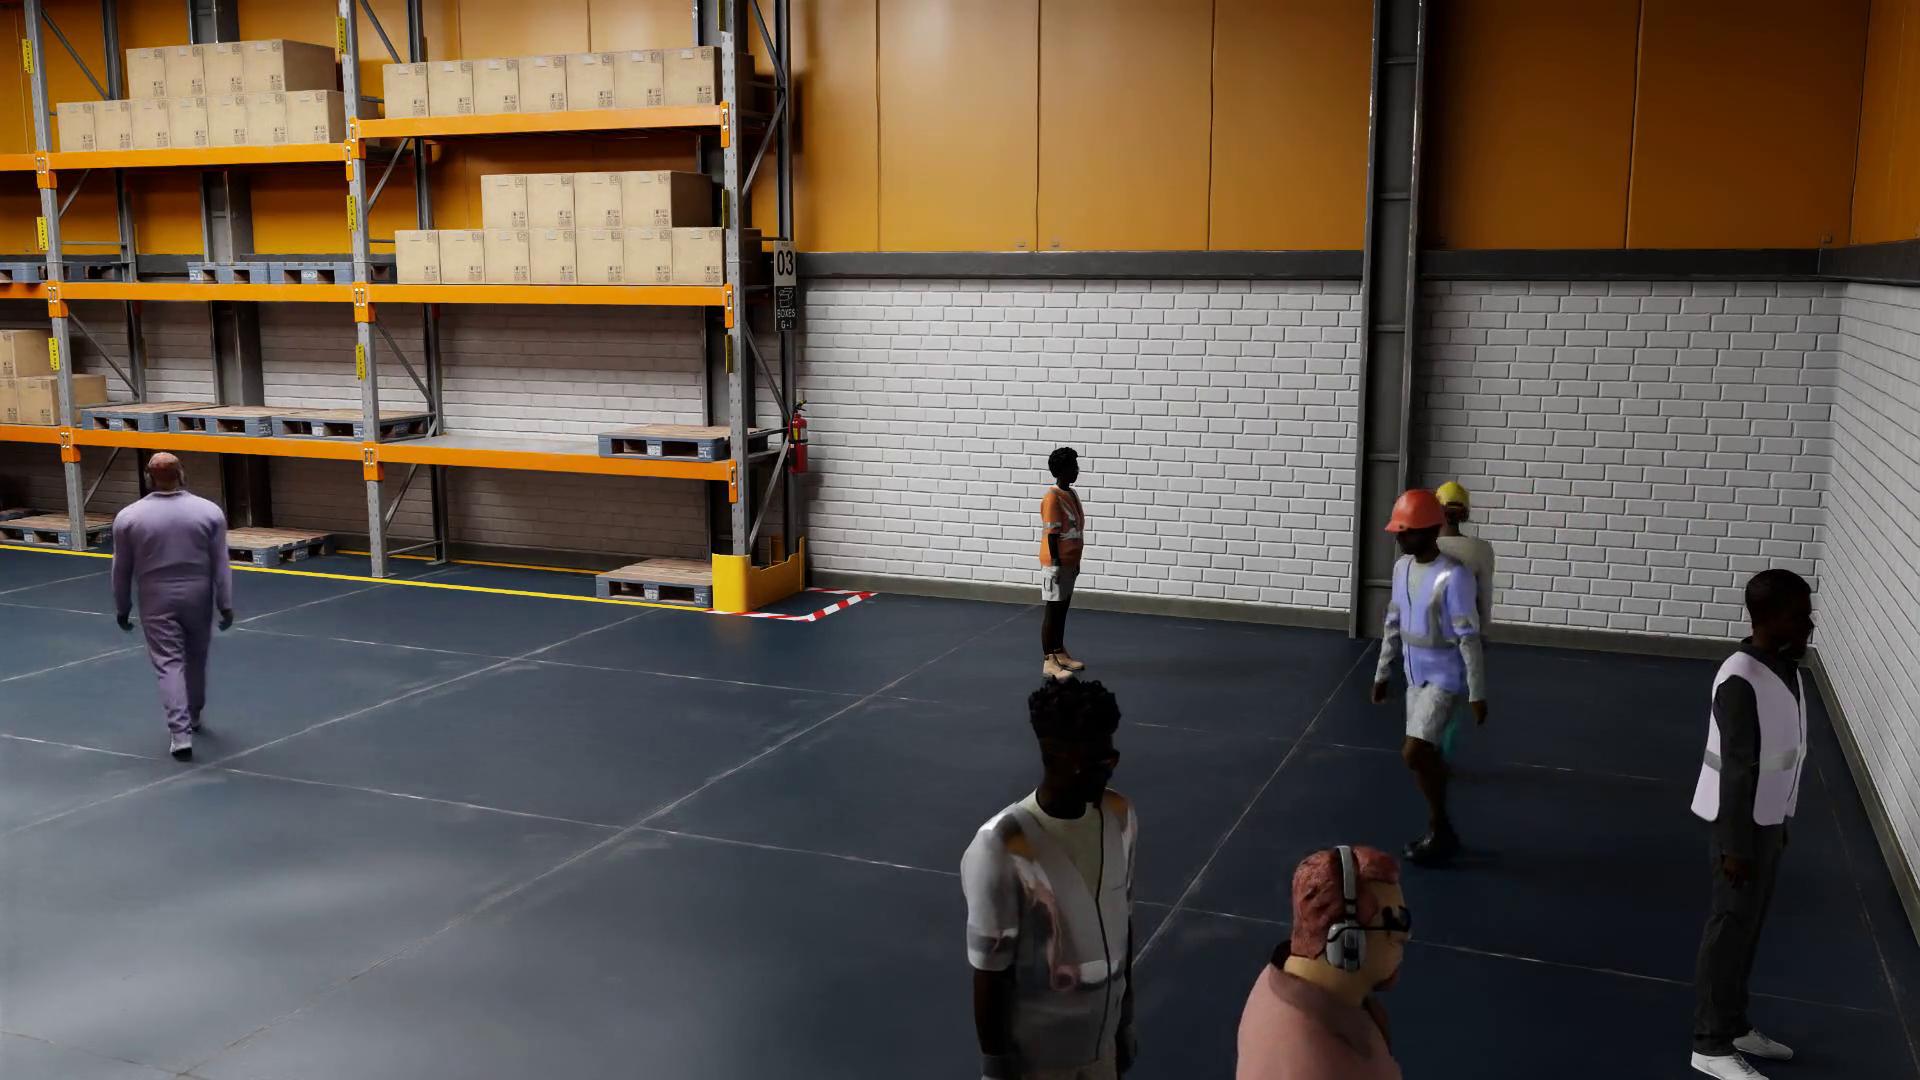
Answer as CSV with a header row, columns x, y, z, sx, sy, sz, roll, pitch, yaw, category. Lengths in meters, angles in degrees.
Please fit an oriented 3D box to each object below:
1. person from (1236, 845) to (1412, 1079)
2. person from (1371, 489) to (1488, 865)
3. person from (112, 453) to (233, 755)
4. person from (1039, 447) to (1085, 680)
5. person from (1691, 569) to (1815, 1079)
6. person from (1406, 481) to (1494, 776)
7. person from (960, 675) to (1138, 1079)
x,y,z,sx,sy,sz,roll,pitch,yaw,category
0.753,1.524,3.444,0.806,1.887,0.663,2,10,10,person
2.351,0.695,8.326,0.529,1.908,0.624,-3,10,-20,person
-4.930,0.381,10.424,0.663,1.852,1.014,-6,11,-31,person
0.750,0.163,12.198,0.318,1.697,0.535,3,10,19,person
2.930,1.047,6.167,0.383,1.918,0.597,7,12,37,person
2.871,0.523,9.836,0.535,1.750,0.378,1,9,6,person
0.263,1.311,4.454,0.606,1.958,0.375,-9,13,-43,person
